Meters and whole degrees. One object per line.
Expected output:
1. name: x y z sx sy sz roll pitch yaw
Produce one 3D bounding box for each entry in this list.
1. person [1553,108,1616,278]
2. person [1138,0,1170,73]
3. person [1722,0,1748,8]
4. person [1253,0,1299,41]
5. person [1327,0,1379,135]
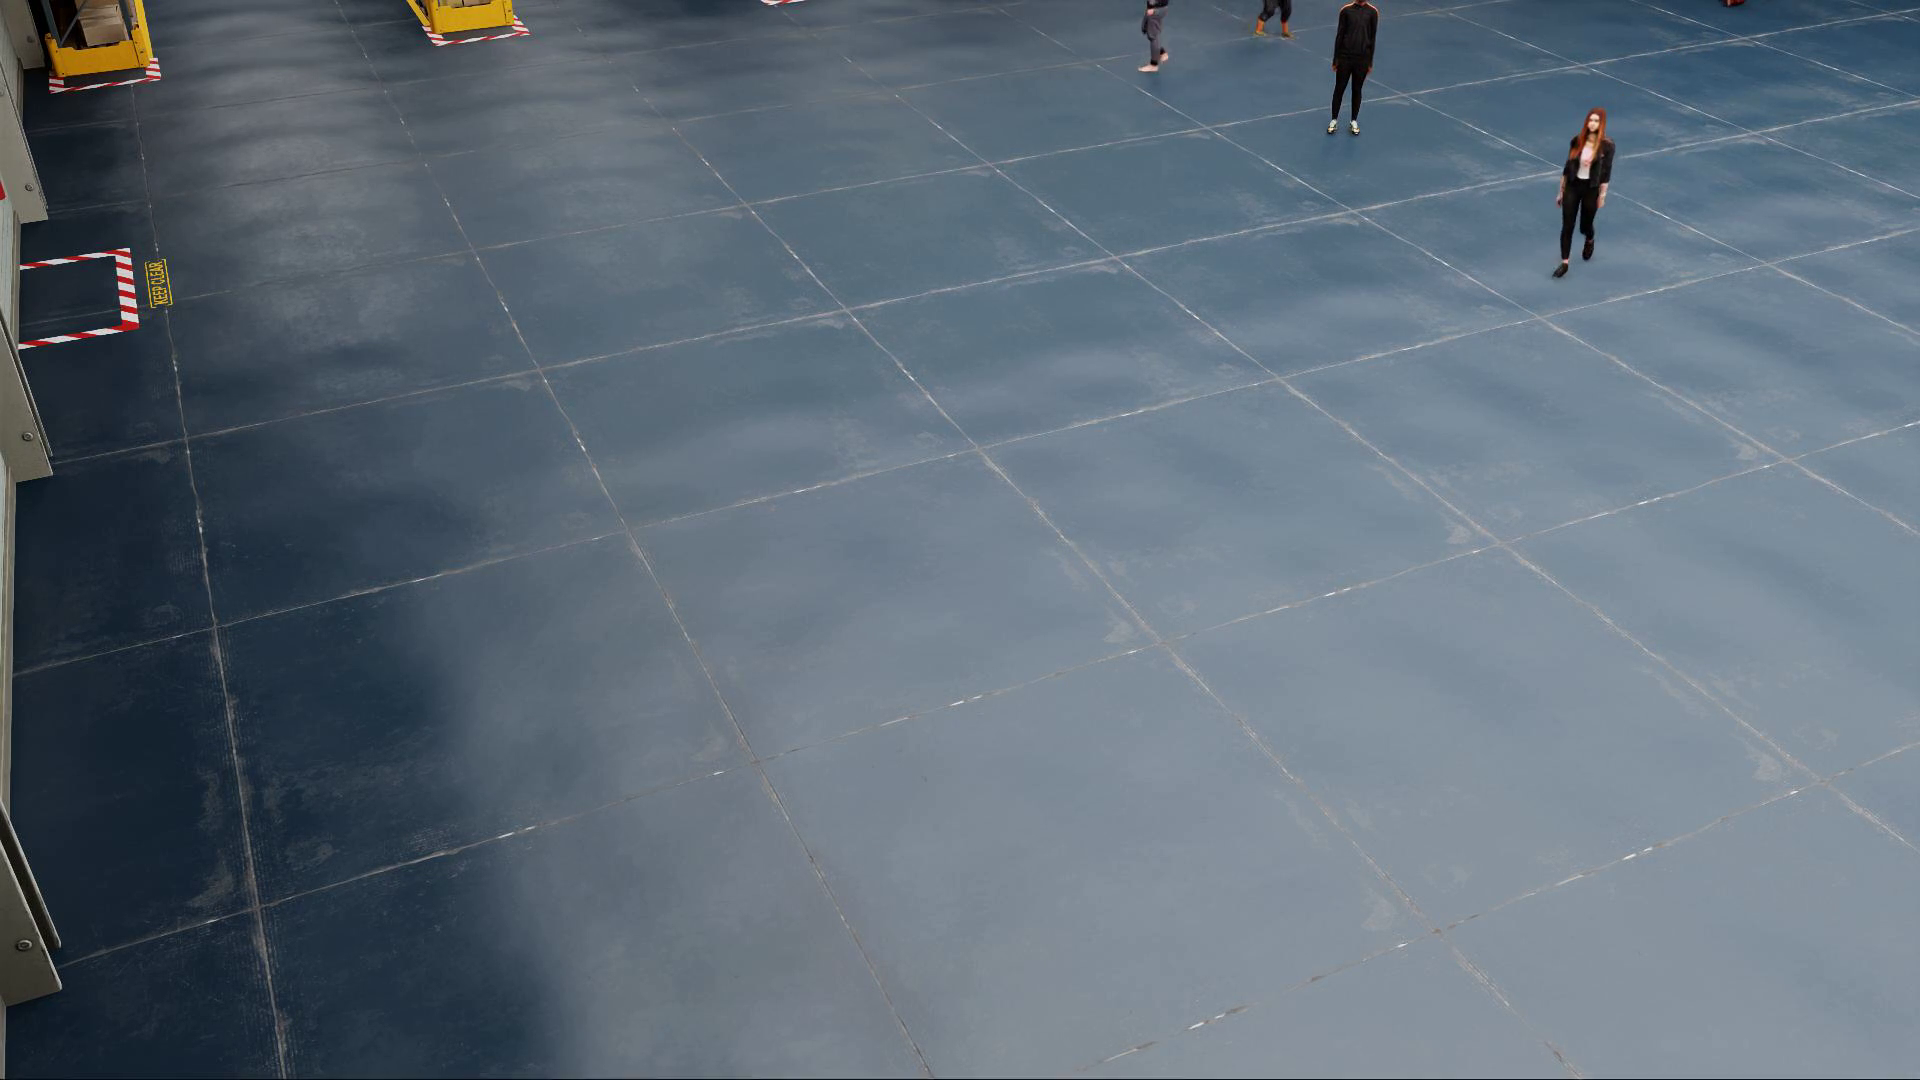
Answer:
1. person: 6.215 -3.475 16.522 0.930 1.697 0.906 22 39 30
2. person: 2.681 -7.113 21.985 0.887 1.841 0.791 6 34 10
3. person: 11.749 -8.824 24.802 0.732 1.637 0.709 -27 42 -35
4. person: 4.437 -7.831 23.464 0.983 1.432 0.864 14 36 20
5. person: 4.739 -5.810 20.012 0.713 1.808 0.723 5 33 7
